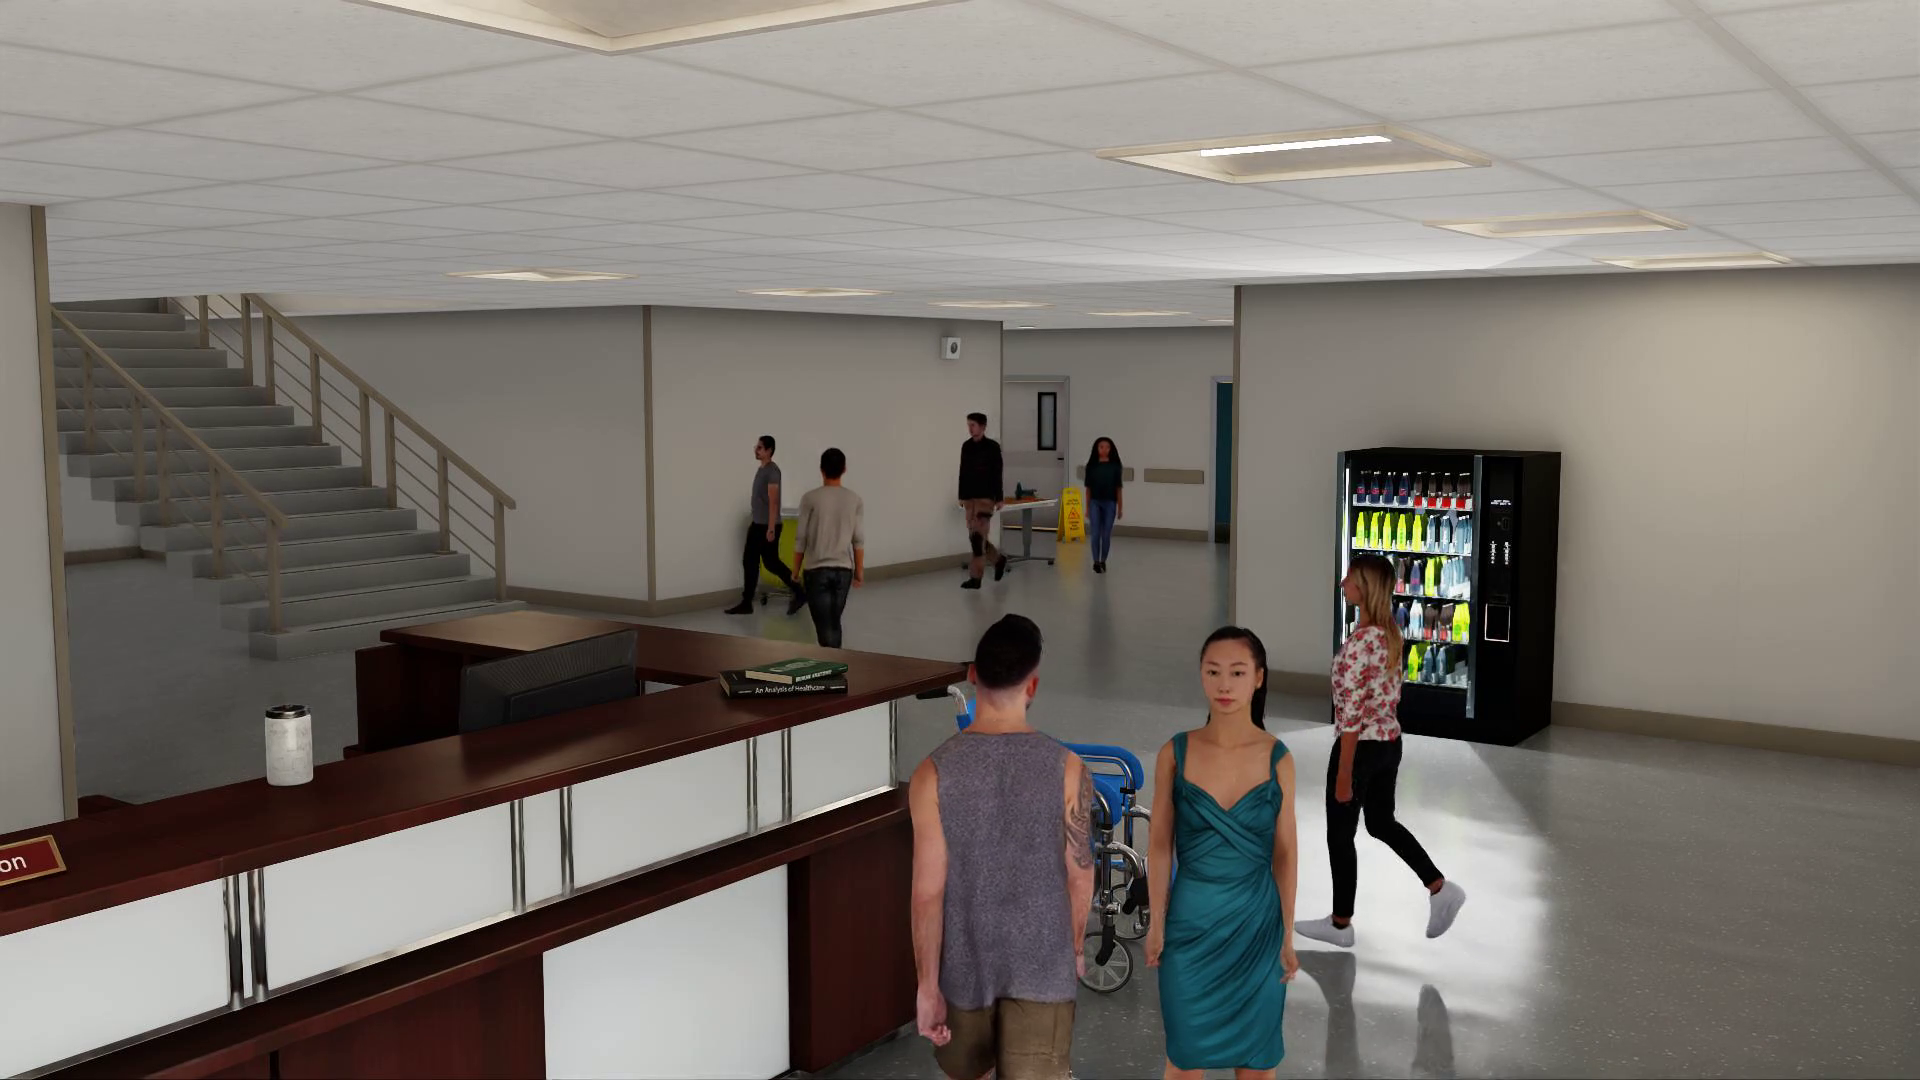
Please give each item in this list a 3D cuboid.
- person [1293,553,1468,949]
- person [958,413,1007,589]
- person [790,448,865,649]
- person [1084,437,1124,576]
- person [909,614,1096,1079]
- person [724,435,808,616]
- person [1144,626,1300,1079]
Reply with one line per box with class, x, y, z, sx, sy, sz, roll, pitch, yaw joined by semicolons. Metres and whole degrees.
person;1.710;0.871;6.708;0.912;1.618;0.594;4;7;37
person;0.270;-0.421;18.170;1.083;1.895;0.760;4;7;34
person;-0.931;0.254;12.013;1.060;1.785;1.238;-2;6;-21
person;1.664;-0.374;19.288;1.077;1.578;0.996;1;6;6
person;0.110;1.130;4.139;1.157;1.793;1.057;0;6;4
person;-1.807;-0.131;16.090;1.025;1.735;1.087;-3;6;-26
person;0.704;1.066;4.426;0.535;1.687;0.676;1;6;13
